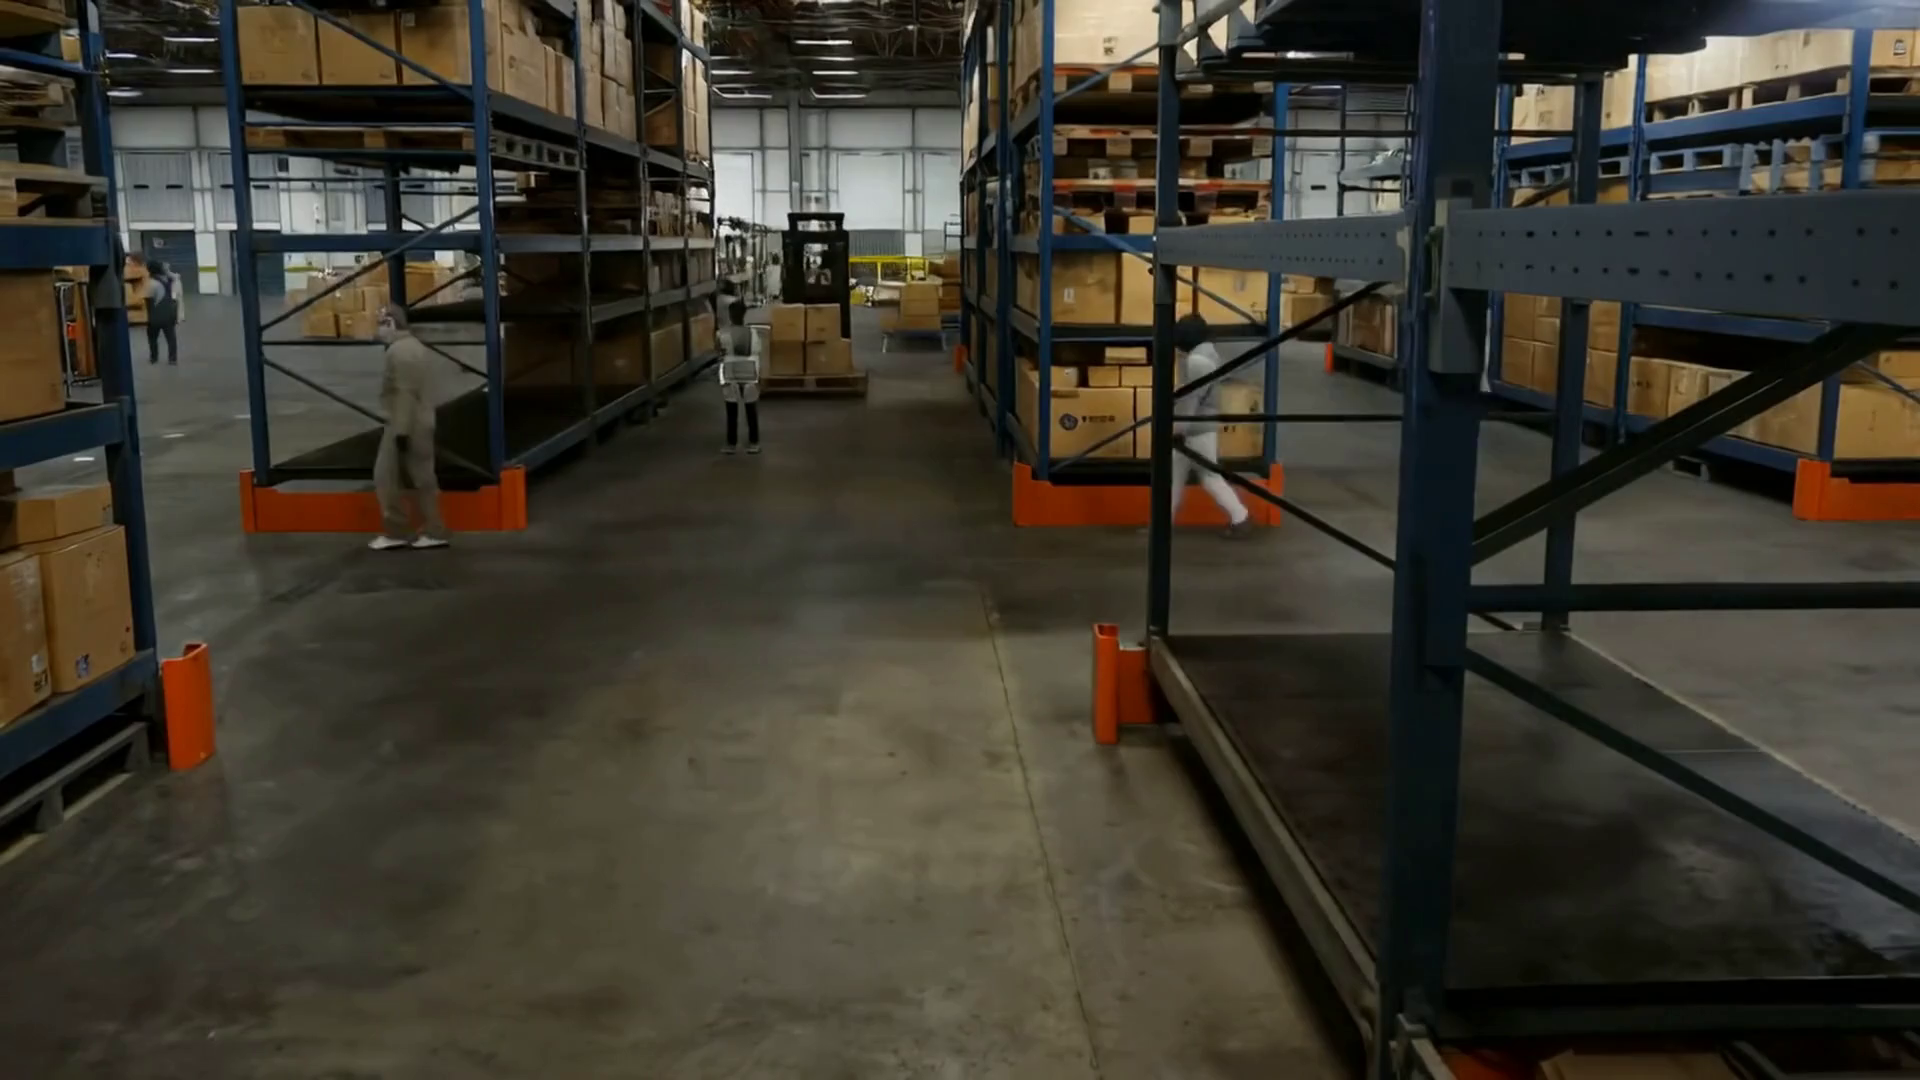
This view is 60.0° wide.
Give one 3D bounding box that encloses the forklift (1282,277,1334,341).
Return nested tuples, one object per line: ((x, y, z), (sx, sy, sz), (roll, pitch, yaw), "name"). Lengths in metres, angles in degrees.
((8.671, -6.134, 39.291), (1.873, 2.768, 1.129), (0, 10, -2), "forklift")

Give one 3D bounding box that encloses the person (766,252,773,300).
((-7.714, -10.733, 67.545), (0.369, 1.936, 0.543), (0, 10, -2), "person")

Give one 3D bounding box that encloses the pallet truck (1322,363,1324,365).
((7.712, -4.157, 30.737), (1.885, 1.965, 0.823), (3, 11, 16), "pallet truck")

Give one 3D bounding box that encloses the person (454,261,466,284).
((-18.439, -9.470, 61.298), (0.887, 1.642, 0.549), (8, 13, 36), "person")

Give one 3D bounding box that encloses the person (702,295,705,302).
((-8.913, -8.556, 55.643), (0.991, 1.851, 0.659), (-8, 13, -38), "person")

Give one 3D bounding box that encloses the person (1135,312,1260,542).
((1.890, -0.875, 13.014), (0.916, 1.812, 0.634), (0, 10, 2), "person")

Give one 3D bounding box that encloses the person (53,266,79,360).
((-17.721, -4.521, 32.957), (0.542, 1.931, 0.366), (-6, 12, -30), "person")

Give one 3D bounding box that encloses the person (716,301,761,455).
((-2.447, -1.790, 18.391), (0.535, 1.697, 0.318), (-6, 12, -30), "person")

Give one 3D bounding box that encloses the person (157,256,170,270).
((-27.975, -9.039, 58.406), (0.429, 1.840, 0.638), (1, 10, 4), "person")

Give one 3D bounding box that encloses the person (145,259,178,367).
((-15.020, -4.263, 31.206), (0.663, 2.000, 0.696), (5, 11, 26), "person")

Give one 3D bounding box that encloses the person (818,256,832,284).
((-3.719, -6.912, 46.171), (0.362, 1.965, 0.612), (-5, 11, -27), "person")

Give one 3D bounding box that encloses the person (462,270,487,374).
((-8.500, -3.795, 29.143), (0.541, 1.844, 0.601), (4, 11, 20), "person")

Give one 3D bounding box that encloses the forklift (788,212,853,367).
((-2.389, -4.107, 28.000), (1.129, 2.768, 1.873), (0, 10, -2), "forklift")

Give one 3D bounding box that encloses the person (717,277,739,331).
((-4.440, -4.148, 31.585), (0.538, 1.683, 0.611), (-7, 13, -36), "person")

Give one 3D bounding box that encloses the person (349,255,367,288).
((-19.528, -8.316, 54.121), (0.598, 1.915, 0.633), (6, 12, 32), "person")

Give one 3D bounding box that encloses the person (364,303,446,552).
((-4.270, -0.847, 12.612), (0.716, 1.877, 0.688), (0, 10, 2), "person")

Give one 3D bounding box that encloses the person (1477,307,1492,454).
((5.522, -1.903, 18.109), (0.606, 2.024, 0.428), (-2, 10, -11), "person")
